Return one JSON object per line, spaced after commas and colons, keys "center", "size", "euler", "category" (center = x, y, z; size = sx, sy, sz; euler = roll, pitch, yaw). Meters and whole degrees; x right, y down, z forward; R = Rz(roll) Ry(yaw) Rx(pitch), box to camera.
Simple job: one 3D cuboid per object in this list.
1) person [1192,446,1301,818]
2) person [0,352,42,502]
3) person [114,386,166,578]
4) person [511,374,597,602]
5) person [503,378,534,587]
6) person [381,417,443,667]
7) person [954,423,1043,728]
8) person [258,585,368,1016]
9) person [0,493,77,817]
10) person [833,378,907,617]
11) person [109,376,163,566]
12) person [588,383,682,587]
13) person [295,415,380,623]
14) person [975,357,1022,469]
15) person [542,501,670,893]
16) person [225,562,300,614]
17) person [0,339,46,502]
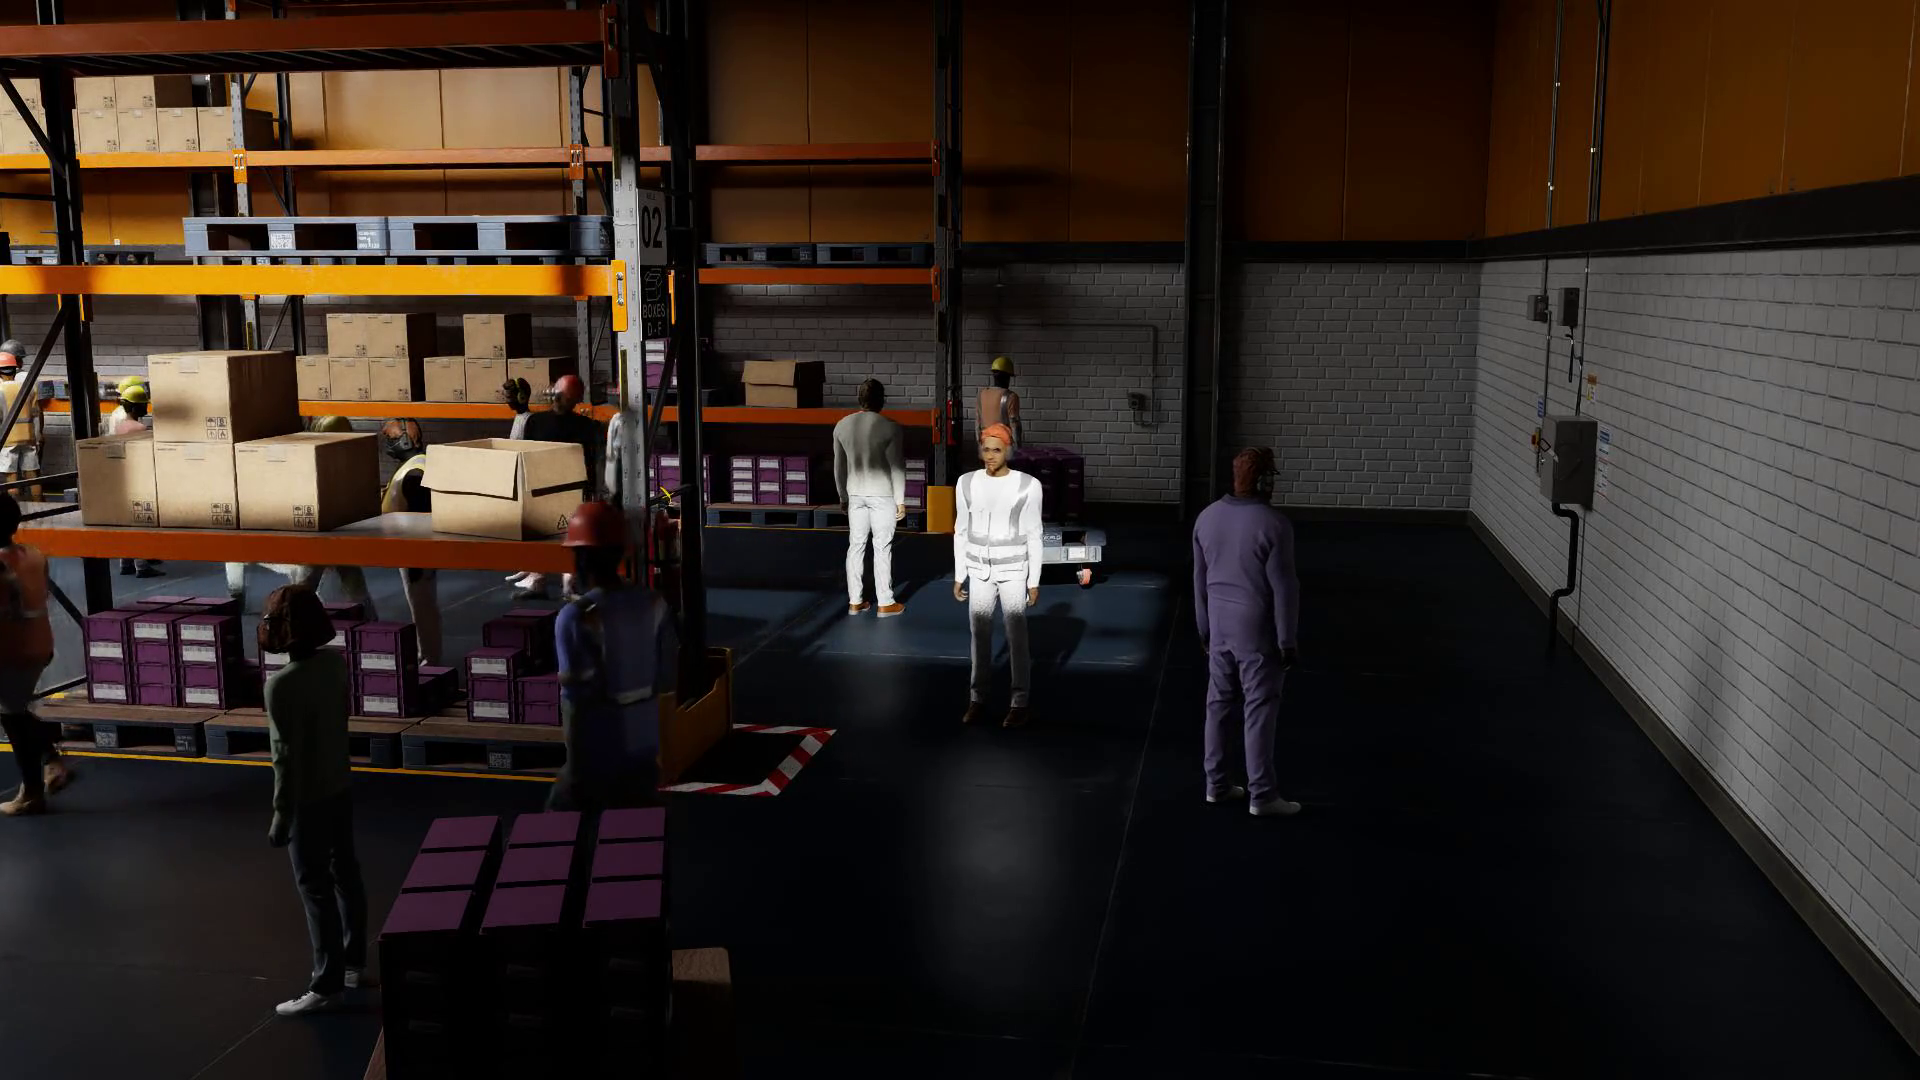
{"center": [1.502, 0.468, 8.591], "size": [0.402, 1.911, 0.639], "euler": [-7, 12, -37], "category": "person"}
{"center": [-10.272, -1.069, 18.061], "size": [0.375, 1.930, 0.542], "euler": [6, 11, 33], "category": "person"}
{"center": [-7.558, -0.536, 15.298], "size": [0.522, 1.758, 0.350], "euler": [7, 11, 36], "category": "person"}
{"center": [-3.442, -0.412, 13.953], "size": [0.795, 1.956, 0.363], "euler": [0, 9, -1], "category": "person"}
{"center": [-3.889, -0.516, 14.835], "size": [0.328, 1.865, 0.518], "euler": [-5, 10, -27], "category": "person"}
{"center": [-3.674, 0.090, 11.174], "size": [0.428, 1.837, 0.622], "euler": [-4, 10, -23], "category": "person"}
{"center": [0.233, 0.216, 10.253], "size": [0.578, 1.879, 0.348], "euler": [4, 10, 22], "category": "person"}
{"center": [-2.453, 0.977, 6.284], "size": [0.285, 1.632, 0.499], "euler": [1, 9, 8], "category": "person"}
{"center": [-4.849, 0.586, 8.495], "size": [0.365, 1.686, 0.541], "euler": [0, 9, -2], "category": "person"}
{"center": [-0.716, -0.340, 13.509], "size": [0.635, 1.938, 0.359], "euler": [4, 10, 25], "category": "person"}
{"center": [-7.796, -0.646, 15.779], "size": [0.457, 1.815, 0.607], "euler": [-6, 11, -34], "category": "person"}
{"center": [-2.872, -0.511, 14.712], "size": [0.963, 1.885, 0.557], "euler": [-3, 10, -17], "category": "person"}
{"center": [-4.558, -0.021, 12.046], "size": [0.989, 1.771, 0.616], "euler": [2, 9, 10], "category": "person"}
{"center": [0.423, -0.934, 17.256], "size": [0.585, 1.920, 0.373], "euler": [8, 12, 41], "category": "person"}
{"center": [-1.412, 0.799, 6.517], "size": [0.683, 1.912, 0.547], "euler": [8, 12, 41], "category": "person"}
{"center": [-5.743, -0.240, 13.590], "size": [0.752, 1.711, 0.495], "euler": [-8, 12, -41], "category": "person"}
{"center": [-10.675, -1.256, 18.876], "size": [0.682, 2.000, 0.536], "euler": [1, 9, 7], "category": "person"}
